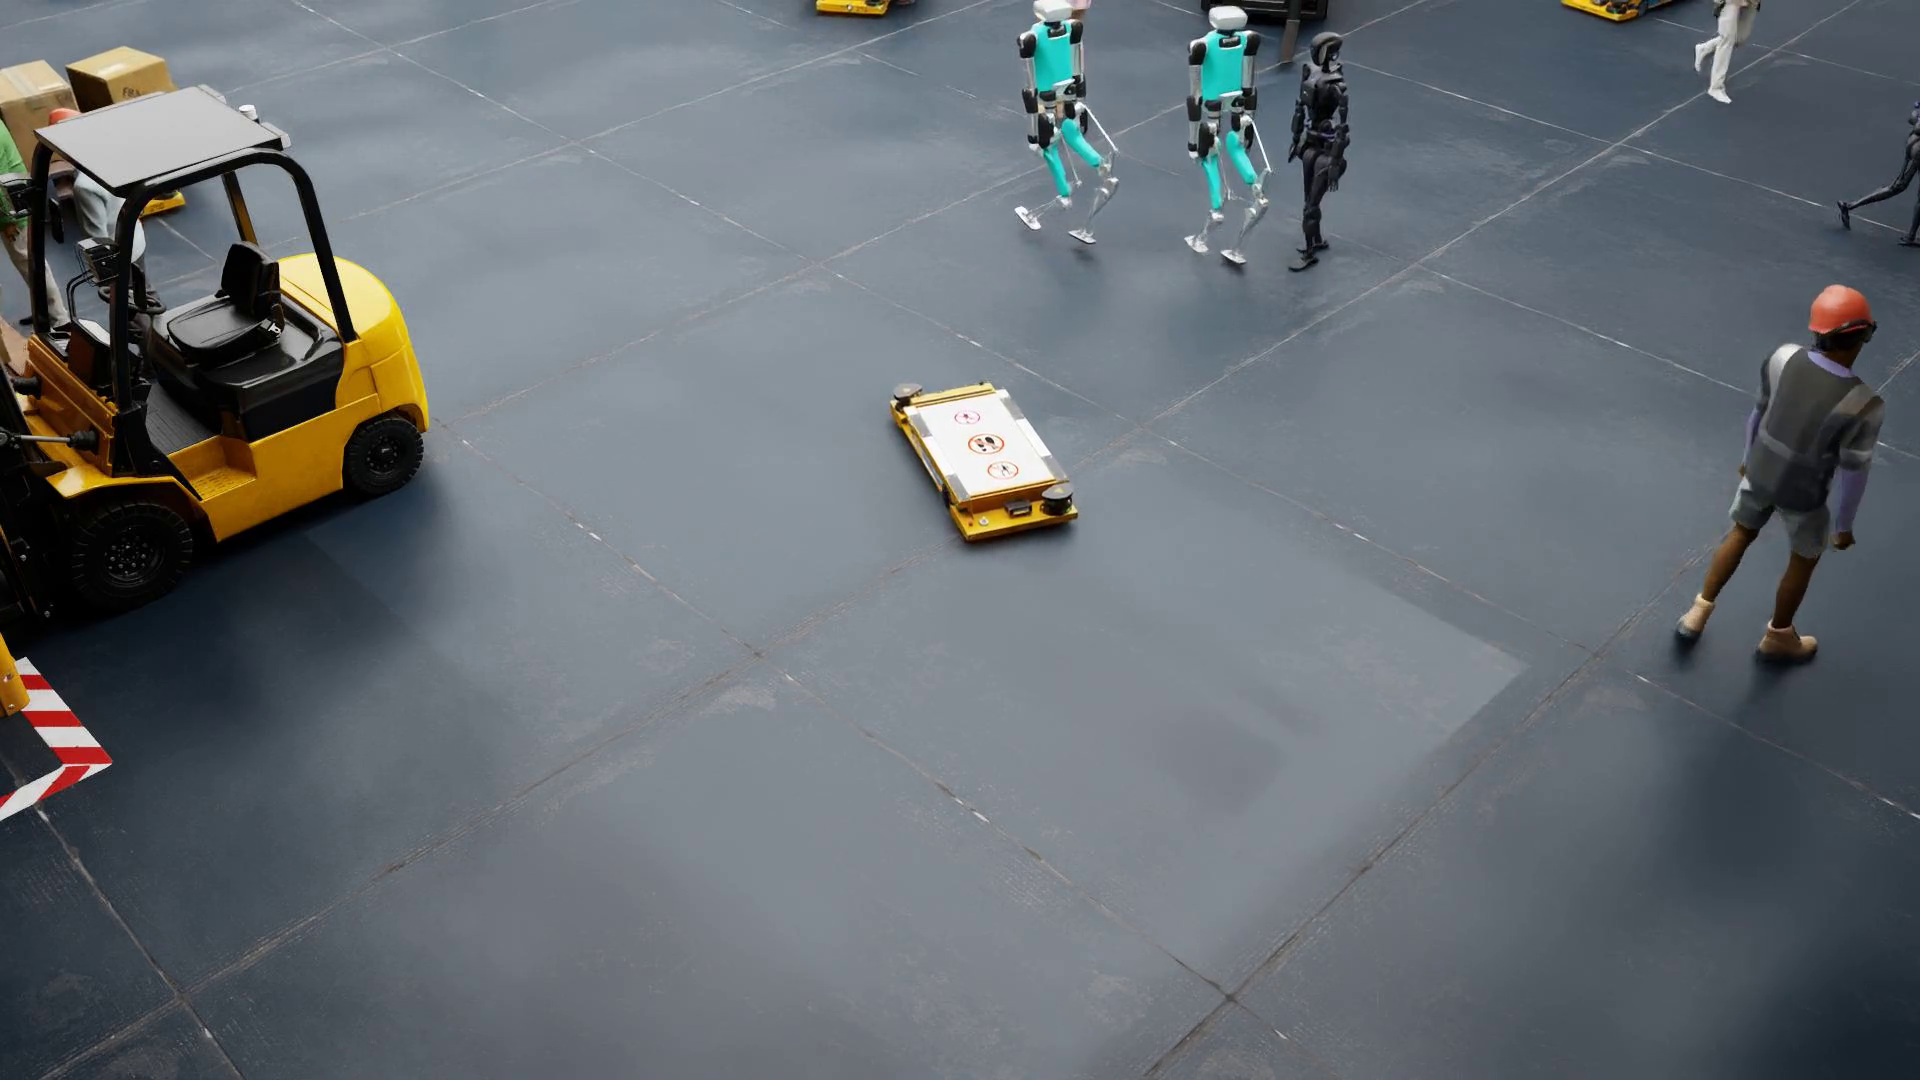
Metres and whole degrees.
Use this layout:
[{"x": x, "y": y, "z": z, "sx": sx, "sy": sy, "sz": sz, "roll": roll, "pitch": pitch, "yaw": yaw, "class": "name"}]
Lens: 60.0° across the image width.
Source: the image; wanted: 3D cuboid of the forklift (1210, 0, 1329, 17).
[{"x": 3.106, "y": -6.400, "z": 15.960, "sx": 1.214, "sy": 2.155, "sz": 2.313, "roll": 8, "pitch": 37, "yaw": 10, "class": "forklift"}]

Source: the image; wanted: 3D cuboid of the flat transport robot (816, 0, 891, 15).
[{"x": -0.922, "y": -5.508, "z": 16.370, "sx": 0.659, "sy": 0.231, "sz": 1.431, "roll": 7, "pitch": 37, "yaw": 9, "class": "flat transport robot"}]

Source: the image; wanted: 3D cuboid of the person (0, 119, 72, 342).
[{"x": -6.077, "y": -2.121, "z": 10.577, "sx": 0.385, "sy": 1.778, "sz": 0.548, "roll": -22, "pitch": 42, "yaw": -27, "class": "person"}]

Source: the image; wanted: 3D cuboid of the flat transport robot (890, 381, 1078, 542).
[{"x": 0.115, "y": -0.510, "z": 9.680, "sx": 0.659, "sy": 0.231, "sz": 1.431, "roll": -12, "pitch": 38, "yaw": -15, "class": "flat transport robot"}]

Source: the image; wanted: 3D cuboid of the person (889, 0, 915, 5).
[{"x": -0.644, "y": -6.088, "z": 15.753, "sx": 0.351, "sy": 1.937, "sz": 0.634, "roll": -5, "pitch": 37, "yaw": -7, "class": "person"}]

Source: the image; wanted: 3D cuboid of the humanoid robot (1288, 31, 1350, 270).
[{"x": 2.492, "y": -2.699, "z": 11.442, "sx": 0.440, "sy": 1.636, "sz": 0.588, "roll": -16, "pitch": 40, "yaw": -20, "class": "humanoid robot"}]

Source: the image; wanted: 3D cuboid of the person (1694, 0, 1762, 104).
[{"x": 6.508, "y": -4.553, "z": 13.967, "sx": 0.518, "sy": 1.622, "sz": 0.599, "roll": -14, "pitch": 39, "yaw": -18, "class": "person"}]

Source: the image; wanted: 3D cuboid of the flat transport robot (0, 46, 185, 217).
[{"x": -6.527, "y": -2.788, "z": 12.729, "sx": 0.659, "sy": 0.231, "sz": 1.431, "roll": -26, "pitch": 44, "yaw": -30, "class": "flat transport robot"}]

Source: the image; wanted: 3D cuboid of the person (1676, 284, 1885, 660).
[{"x": 3.970, "y": -0.256, "z": 7.884, "sx": 0.585, "sy": 2.004, "sz": 0.689, "roll": -17, "pitch": 40, "yaw": -22, "class": "person"}]

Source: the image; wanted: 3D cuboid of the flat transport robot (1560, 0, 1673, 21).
[{"x": 6.557, "y": -5.348, "z": 16.156, "sx": 1.431, "sy": 0.231, "sz": 0.659, "roll": -25, "pitch": 43, "yaw": -29, "class": "flat transport robot"}]

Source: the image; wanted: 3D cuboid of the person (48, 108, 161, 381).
[{"x": -5.185, "y": -1.801, "z": 10.178, "sx": 0.352, "sy": 1.740, "sz": 0.571, "roll": -4, "pitch": 37, "yaw": -5, "class": "person"}]

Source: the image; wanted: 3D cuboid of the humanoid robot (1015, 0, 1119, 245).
[{"x": 0.776, "y": -2.819, "z": 11.533, "sx": 0.531, "sy": 1.738, "sz": 0.953, "roll": -25, "pitch": 44, "yaw": -30, "class": "humanoid robot"}]

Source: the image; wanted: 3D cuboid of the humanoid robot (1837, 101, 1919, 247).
[{"x": 6.730, "y": -2.861, "z": 11.662, "sx": 0.670, "sy": 1.633, "sz": 0.588, "roll": 10, "pitch": 38, "yaw": 13, "class": "humanoid robot"}]

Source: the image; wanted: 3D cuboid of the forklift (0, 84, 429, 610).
[{"x": -4.145, "y": -1.093, "z": 8.856, "sx": 2.313, "sy": 2.155, "sz": 1.214, "roll": -31, "pitch": 47, "yaw": -34, "class": "forklift"}]

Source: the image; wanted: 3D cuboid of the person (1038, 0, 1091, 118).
[{"x": 0.881, "y": -4.341, "z": 13.553, "sx": 0.417, "sy": 1.774, "sz": 0.537, "roll": 24, "pitch": 43, "yaw": 29, "class": "person"}]

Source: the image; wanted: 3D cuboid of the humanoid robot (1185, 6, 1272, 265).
[{"x": 1.889, "y": -2.657, "z": 11.348, "sx": 0.534, "sy": 1.775, "sz": 0.833, "roll": -15, "pitch": 39, "yaw": -19, "class": "humanoid robot"}]
